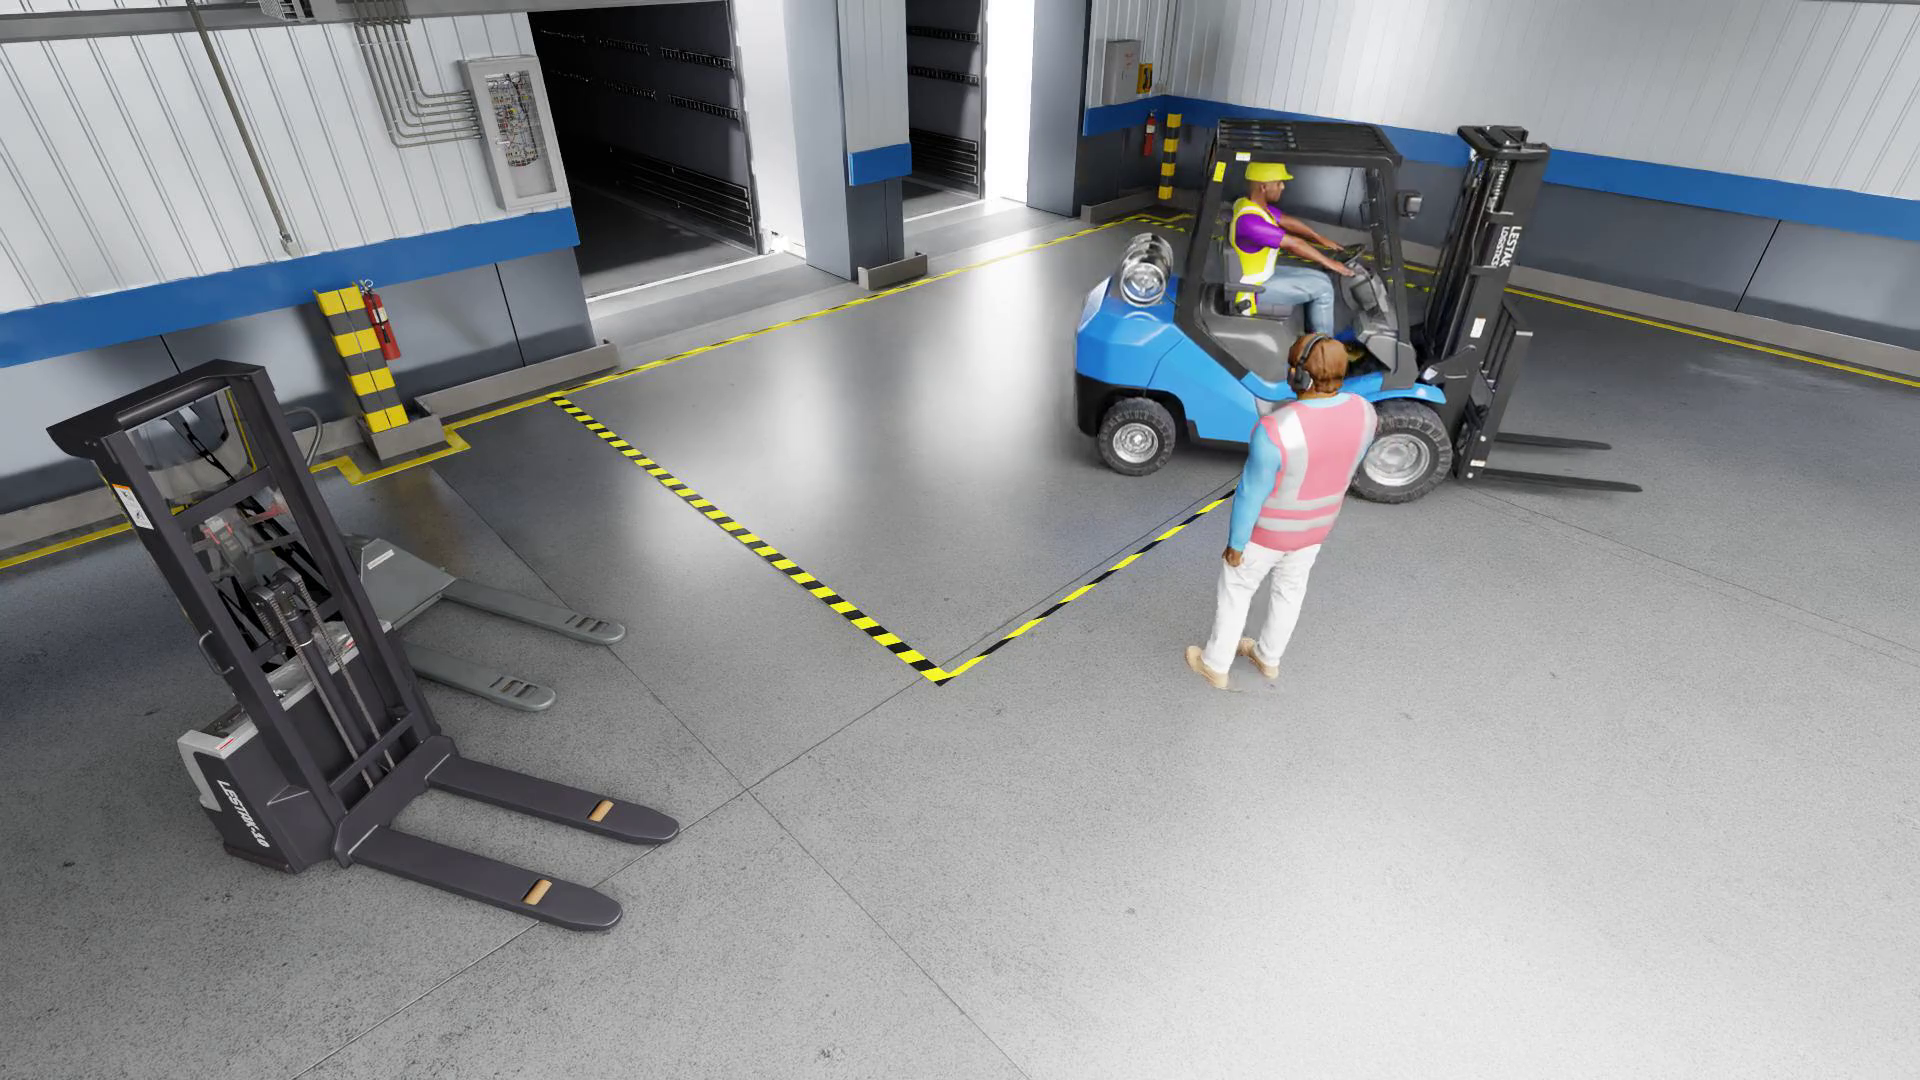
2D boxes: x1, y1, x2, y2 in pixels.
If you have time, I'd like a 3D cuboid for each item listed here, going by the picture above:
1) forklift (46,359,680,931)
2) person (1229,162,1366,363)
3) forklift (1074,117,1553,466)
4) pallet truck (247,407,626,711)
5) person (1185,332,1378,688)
[{"bbox_3d":[-2.135,0.422,3.354,1.885,1.965,0.823,10,35,14],"label":"forklift"},{"bbox_3d":[2.235,-1.794,5.964,1.004,1.293,0.635,8,35,11],"label":"person"},{"bbox_3d":[2.179,-1.651,6.086,2.680,2.036,1.157,8,35,11],"label":"forklift"},{"bbox_3d":[-2.628,0.038,4.590,1.601,1.201,0.680,12,36,18],"label":"pallet truck"},{"bbox_3d":[1.479,-0.073,4.233,0.629,1.836,0.440,-13,36,-18],"label":"person"}]
